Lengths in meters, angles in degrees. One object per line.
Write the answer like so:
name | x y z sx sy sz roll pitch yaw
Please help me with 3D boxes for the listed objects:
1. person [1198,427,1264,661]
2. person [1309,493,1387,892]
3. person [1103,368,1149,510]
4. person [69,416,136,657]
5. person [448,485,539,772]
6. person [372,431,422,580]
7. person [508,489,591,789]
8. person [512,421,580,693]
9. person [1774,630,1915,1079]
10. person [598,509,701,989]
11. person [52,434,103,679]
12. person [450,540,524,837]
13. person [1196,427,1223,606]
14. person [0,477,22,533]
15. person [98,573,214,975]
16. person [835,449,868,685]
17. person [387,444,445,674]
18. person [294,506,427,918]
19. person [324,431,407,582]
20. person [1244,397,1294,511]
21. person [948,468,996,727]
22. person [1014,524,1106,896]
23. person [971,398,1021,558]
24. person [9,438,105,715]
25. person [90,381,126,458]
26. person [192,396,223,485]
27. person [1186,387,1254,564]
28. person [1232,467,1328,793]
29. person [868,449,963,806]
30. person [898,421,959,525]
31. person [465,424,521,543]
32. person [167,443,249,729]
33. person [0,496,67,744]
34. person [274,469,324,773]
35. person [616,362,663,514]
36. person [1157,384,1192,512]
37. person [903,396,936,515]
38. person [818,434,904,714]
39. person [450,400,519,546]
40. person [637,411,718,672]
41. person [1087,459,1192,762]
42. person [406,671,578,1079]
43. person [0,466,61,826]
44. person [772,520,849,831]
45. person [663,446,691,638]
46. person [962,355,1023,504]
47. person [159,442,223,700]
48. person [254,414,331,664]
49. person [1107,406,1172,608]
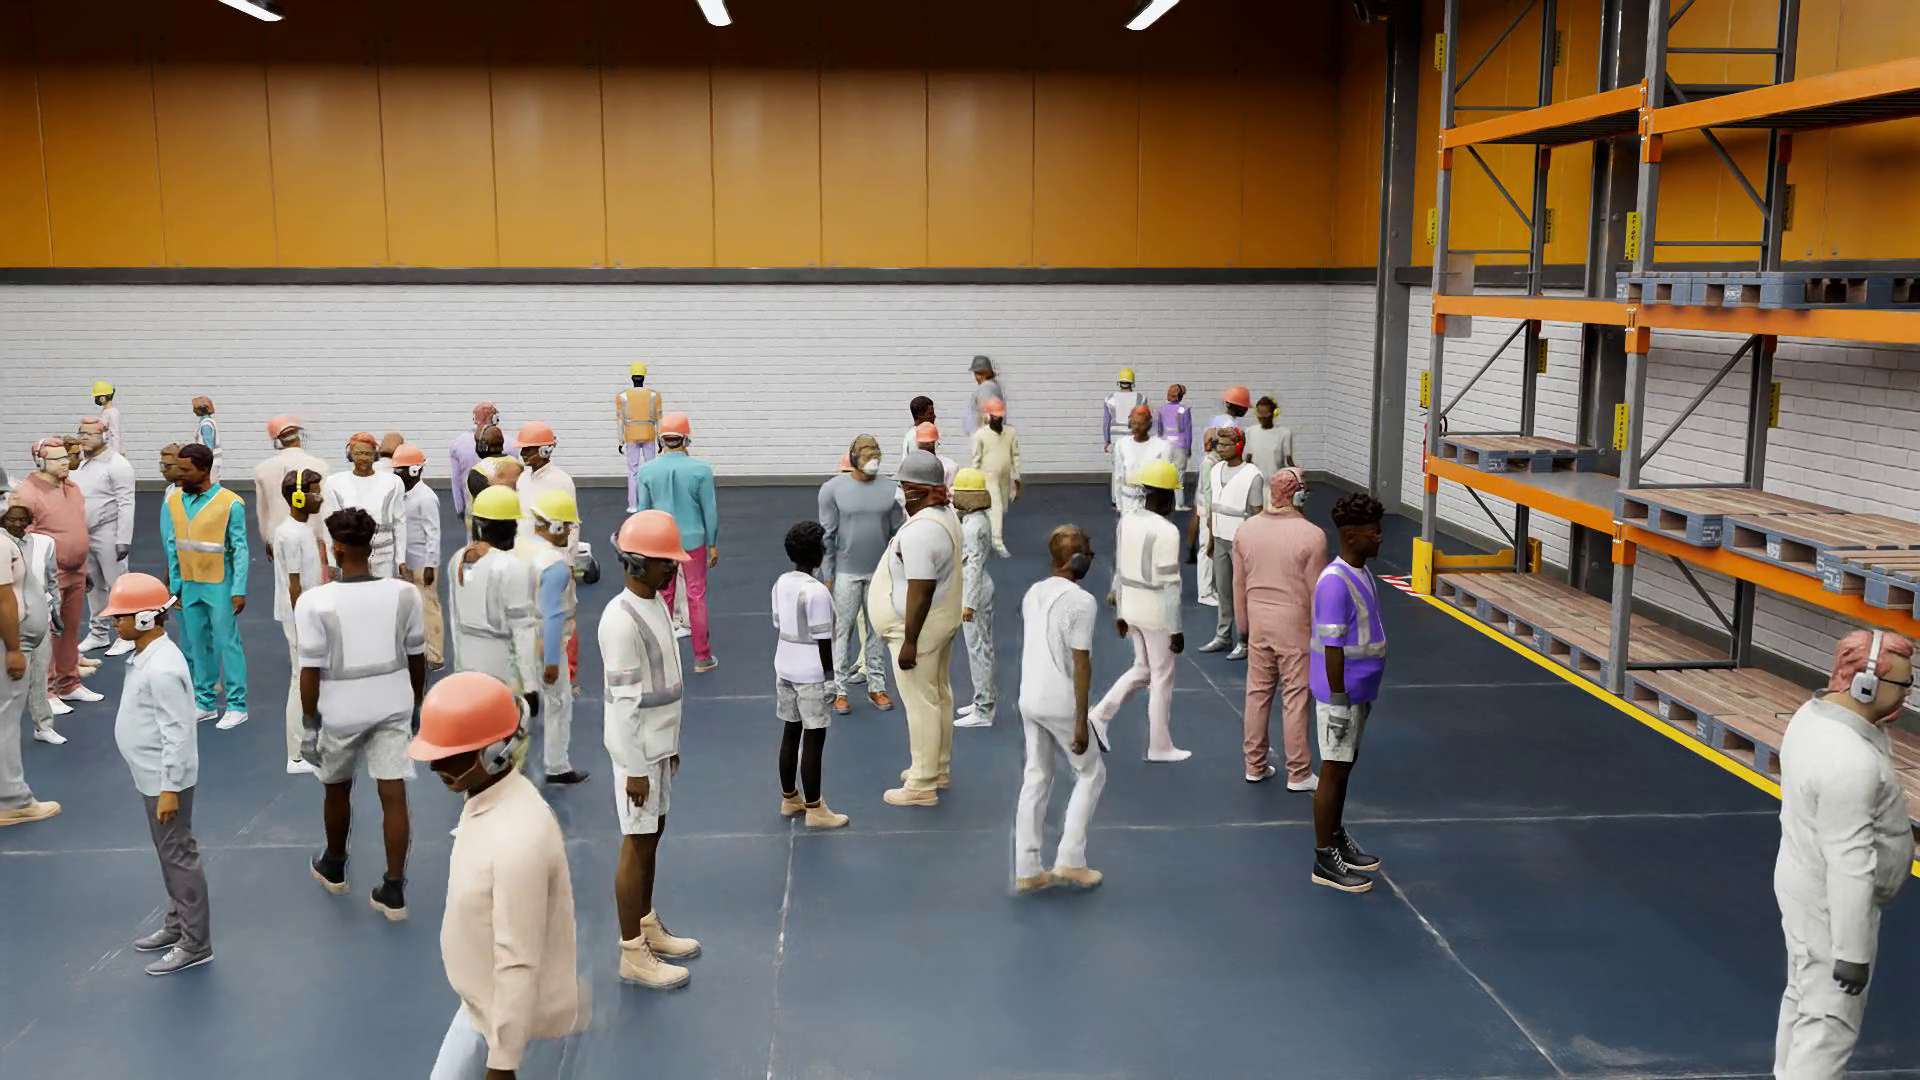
person | 2.177 0.021 13.133 0.375 1.844 0.567 -5 10 -30
person | 1.930 0.737 8.267 0.367 1.966 0.607 4 10 22
person | 2.143 -1.299 21.464 0.589 1.834 0.403 2 9 10
person | -6.869 -0.028 13.259 0.640 1.908 0.409 4 10 23
person | -2.466 0.663 8.875 0.609 1.928 0.392 7 11 36
person | -5.163 -0.186 15.188 0.509 1.607 0.627 -2 9 -12
person | -2.521 0.604 9.649 0.707 1.793 0.638 -7 12 -39
person | -2.988 0.138 11.936 0.621 1.992 0.397 8 12 40
person | 2.897 1.219 5.475 0.400 1.894 0.658 3 10 18
person | -1.324 0.880 7.138 0.378 2.040 0.607 0 9 1
person | -6.749 0.120 12.557 0.335 1.838 0.510 -3 10 -20
person | -2.520 0.808 8.852 0.498 1.636 0.280 7 11 36
person | 2.326 -0.222 15.299 0.309 1.644 0.512 3 9 17
person | -7.046 0.195 12.017 0.337 1.868 0.654 5 10 29
person | -3.506 1.004 7.249 0.342 1.749 0.569 -6 11 -32
person | -0.754 0.192 12.344 0.327 1.753 0.563 -1 9 -3
person | -4.149 0.143 12.654 0.339 1.752 0.564 -8 12 -41
person | -2.907 0.792 7.999 0.631 1.932 0.885 -6 11 -35
person | -4.375 0.141 12.268 0.572 1.884 0.354 -3 10 -19
person | 3.078 -0.533 16.708 0.506 1.813 0.877 7 11 36
person | 0.079 0.382 11.187 0.324 1.743 0.490 1 9 8
person | 0.499 0.835 8.120 0.591 1.813 0.542 -7 11 -37
person | 0.355 -0.697 18.039 0.555 1.721 0.754 -6 11 -35
person | -6.268 0.238 11.580 0.399 1.910 0.643 1 9 7
person | -10.230 -1.029 20.015 0.339 1.761 0.524 -8 12 -40
person | -8.695 -0.848 19.248 0.309 1.637 0.513 -4 10 -23
person | 2.794 -0.655 17.331 0.846 1.869 0.574 -4 10 -22
person | 1.916 0.522 9.797 0.402 1.911 0.638 -9 13 -44
person | -0.261 0.492 9.572 0.539 2.000 0.689 2 9 14
person | -0.289 -0.169 14.612 0.570 1.753 0.325 2 9 14
person | -3.732 -0.008 13.329 0.429 1.842 0.630 3 10 18
person | -5.033 0.302 11.145 0.596 1.917 0.381 3 9 17
person | -5.967 0.531 10.585 0.315 1.638 0.515 6 11 32
person | -3.998 0.493 10.146 0.328 1.862 0.501 -2 9 -14
person | -4.060 -1.289 21.105 0.587 1.927 0.367 -2 9 -15
person | 2.753 -1.179 21.319 0.524 1.639 0.308 9 13 44
person | -0.388 -0.373 15.384 0.390 1.920 0.587 0 9 -2
person | -0.670 0.231 11.532 0.627 1.939 0.375 -3 10 -19
person | -4.231 -0.307 14.998 0.651 1.909 0.404 1 9 6
person | -2.134 0.021 12.664 0.609 1.997 0.372 1 9 5
person | 1.131 0.452 10.236 0.607 1.908 0.597 -4 10 -24
person | -1.321 1.317 4.607 0.658 1.962 0.646 -4 10 -24
person | -5.359 0.544 9.243 0.675 2.000 0.537 6 11 35
person | -0.835 0.736 9.115 0.318 1.698 0.535 -6 11 -34
person | -2.359 -0.002 13.929 0.307 1.641 0.512 -3 10 -19
person | 0.384 -1.406 21.487 0.734 2.000 0.685 3 9 17
person | -5.531 0.220 11.899 0.507 1.844 0.345 6 11 35
person | -5.156 -0.004 12.978 0.683 1.945 0.511 1 9 5
person | 1.632 -0.301 15.191 0.564 1.829 0.962 4 10 23
